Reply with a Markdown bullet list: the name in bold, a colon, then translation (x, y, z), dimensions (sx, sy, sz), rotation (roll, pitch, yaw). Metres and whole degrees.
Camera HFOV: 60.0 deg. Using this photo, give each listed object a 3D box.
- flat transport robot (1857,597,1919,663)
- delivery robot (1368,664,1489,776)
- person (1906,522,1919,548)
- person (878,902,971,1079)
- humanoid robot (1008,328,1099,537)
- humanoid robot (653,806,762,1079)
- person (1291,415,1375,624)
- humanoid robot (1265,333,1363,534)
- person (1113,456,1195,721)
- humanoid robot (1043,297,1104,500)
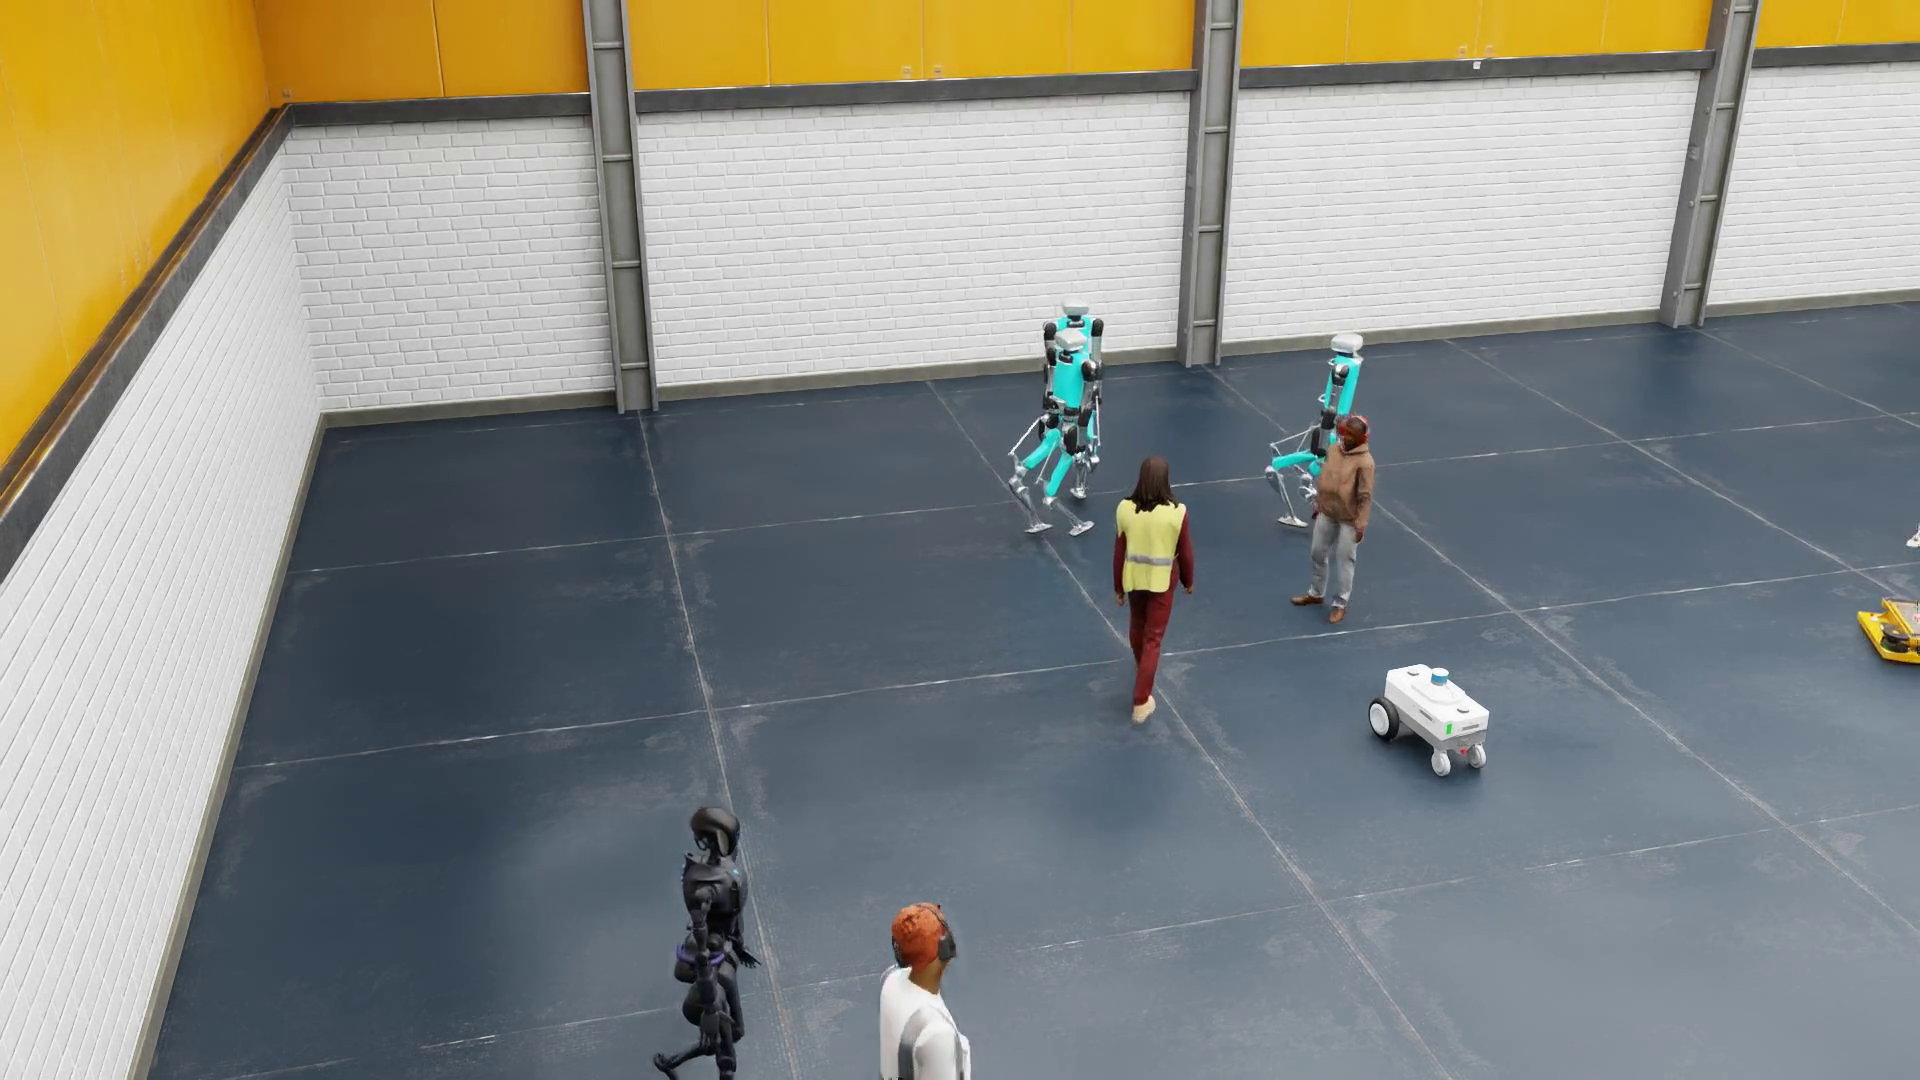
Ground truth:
- **flat transport robot**: translation (7.229, 0.694, 11.783), dimensions (1.431, 0.231, 0.659), rotation (5, 24, 10)
- **delivery robot**: translation (2.990, 1.092, 10.549), dimensions (0.499, 0.614, 0.791), rotation (-9, 25, -19)
- **person**: translation (8.097, -0.693, 13.147), dimensions (0.608, 1.719, 0.565), rotation (-11, 26, -23)
- **person**: translation (-0.150, 2.241, 6.317), dimensions (0.353, 1.853, 0.682), rotation (-6, 24, -13)
- **humanoid robot**: translation (0.725, -0.789, 13.325), dimensions (0.830, 1.781, 0.560), rotation (-17, 29, -33)
- **humanoid robot**: translation (-1.152, 1.888, 7.321), dimensions (0.500, 1.638, 0.589), rotation (2, 24, 5)
- **person**: translation (2.750, -0.170, 12.062), dimensions (0.318, 1.624, 0.556), rotation (-17, 29, -34)
- **humanoid robot**: translation (2.846, -0.824, 13.430), dimensions (0.917, 1.764, 0.543), rotation (11, 26, 23)
- **person**: translation (1.295, 0.258, 10.964), dimensions (0.491, 1.730, 0.898), rotation (11, 26, 23)
- **humanoid robot**: translation (1.018, -1.115, 14.104), dimensions (0.532, 1.797, 0.791), rotation (-6, 25, -14)
